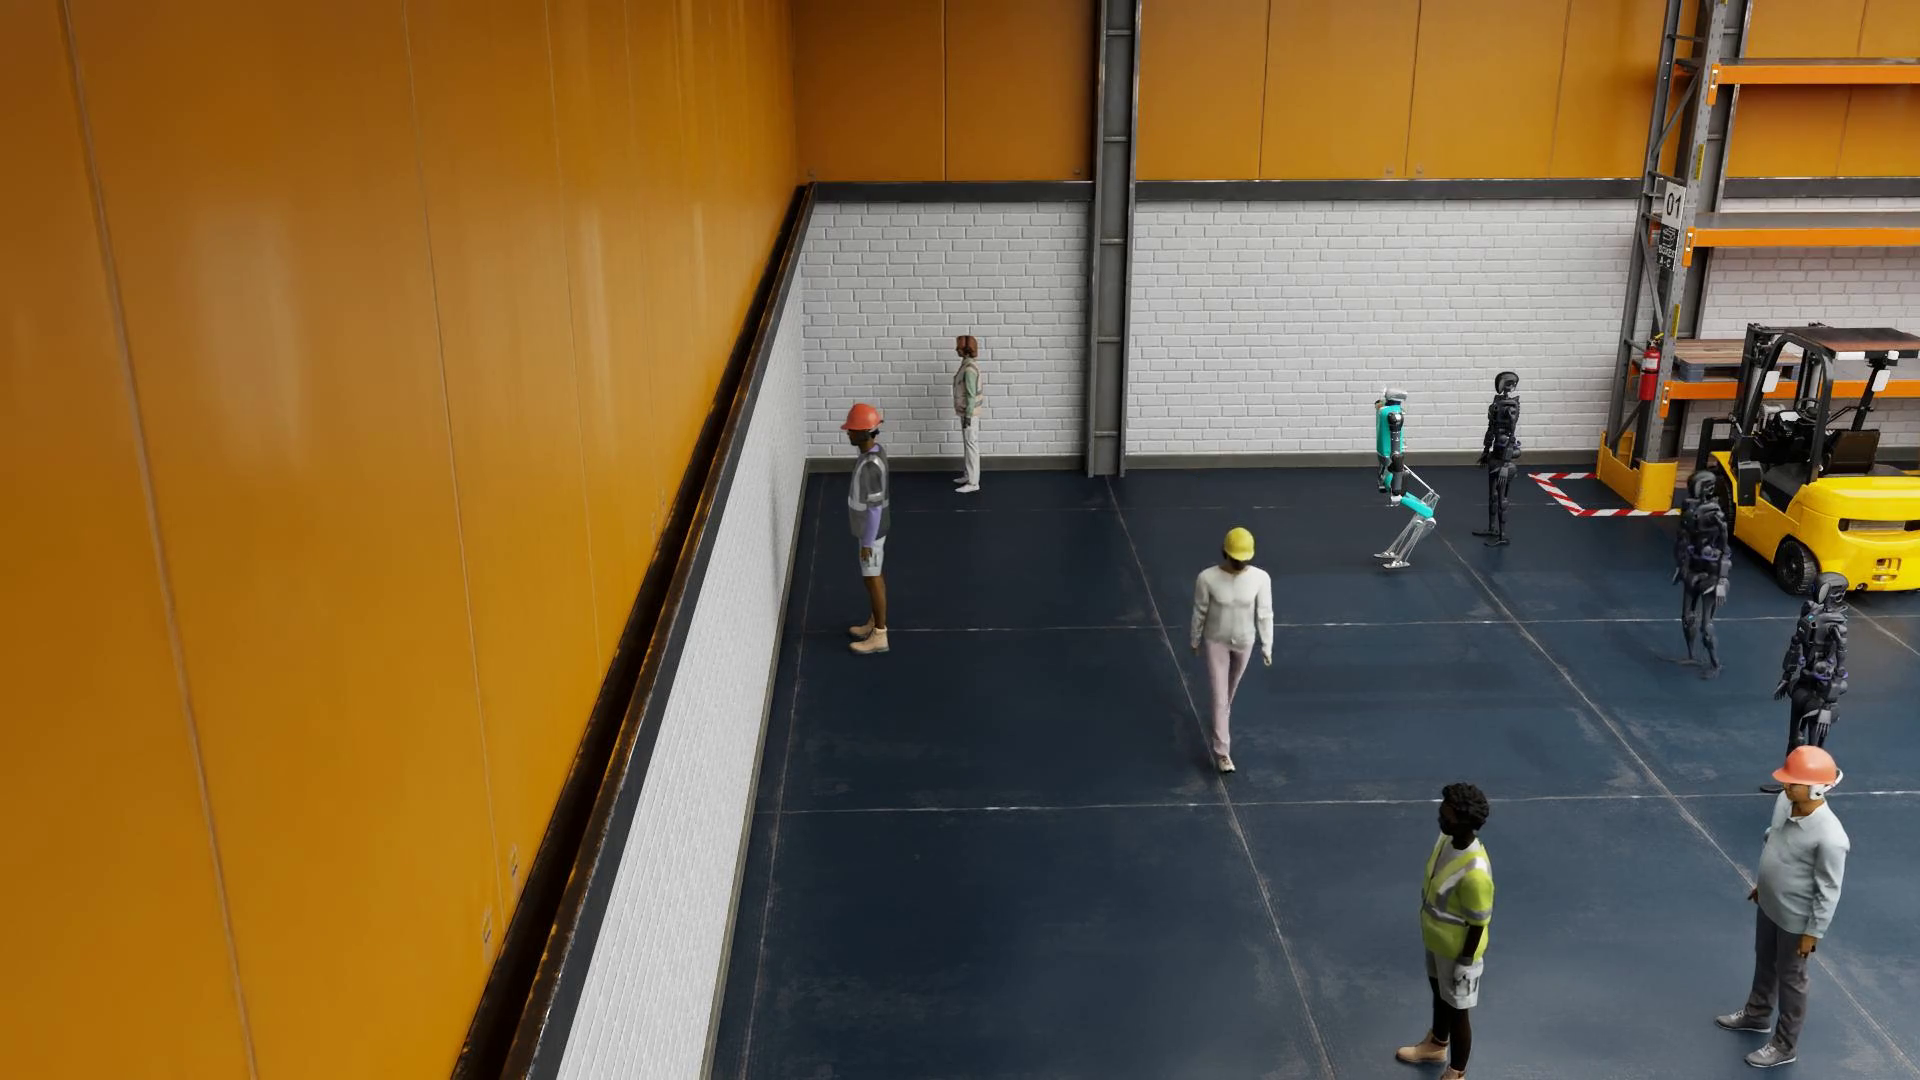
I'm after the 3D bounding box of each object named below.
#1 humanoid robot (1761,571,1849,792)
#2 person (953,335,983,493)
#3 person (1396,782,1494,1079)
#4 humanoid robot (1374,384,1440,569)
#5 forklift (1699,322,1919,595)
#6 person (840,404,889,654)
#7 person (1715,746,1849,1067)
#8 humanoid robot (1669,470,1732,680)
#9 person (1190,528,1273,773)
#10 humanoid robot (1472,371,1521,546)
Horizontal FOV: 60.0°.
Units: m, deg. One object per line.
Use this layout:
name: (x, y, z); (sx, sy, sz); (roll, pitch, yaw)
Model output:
humanoid robot: (5.553, 0.985, 10.829); (0.315, 1.657, 0.599); (-1, 20, -2)
person: (0.079, -1.303, 17.099); (0.305, 1.638, 0.524); (-1, 20, -2)
person: (2.406, 1.962, 8.171); (0.316, 1.695, 0.541); (-1, 20, -2)
humanoid robot: (4.004, -0.566, 14.772); (0.735, 1.677, 0.533); (-1, 20, -2)
forklift: (7.809, -0.792, 14.926); (1.214, 2.155, 2.313); (-1, 20, -2)
person: (-0.750, -0.092, 13.244); (0.377, 2.041, 0.615); (-1, 20, -2)
person: (4.179, 1.839, 8.423); (0.334, 1.749, 0.574); (-1, 20, -2)
humanoid robot: (5.765, 0.248, 12.856); (0.457, 1.639, 0.612); (-6, 21, -15)
person: (1.887, 0.723, 11.504); (0.536, 1.707, 0.938); (-2, 20, -5)
humanoid robot: (5.062, -0.773, 15.591); (0.315, 1.657, 0.599); (-1, 20, -2)
